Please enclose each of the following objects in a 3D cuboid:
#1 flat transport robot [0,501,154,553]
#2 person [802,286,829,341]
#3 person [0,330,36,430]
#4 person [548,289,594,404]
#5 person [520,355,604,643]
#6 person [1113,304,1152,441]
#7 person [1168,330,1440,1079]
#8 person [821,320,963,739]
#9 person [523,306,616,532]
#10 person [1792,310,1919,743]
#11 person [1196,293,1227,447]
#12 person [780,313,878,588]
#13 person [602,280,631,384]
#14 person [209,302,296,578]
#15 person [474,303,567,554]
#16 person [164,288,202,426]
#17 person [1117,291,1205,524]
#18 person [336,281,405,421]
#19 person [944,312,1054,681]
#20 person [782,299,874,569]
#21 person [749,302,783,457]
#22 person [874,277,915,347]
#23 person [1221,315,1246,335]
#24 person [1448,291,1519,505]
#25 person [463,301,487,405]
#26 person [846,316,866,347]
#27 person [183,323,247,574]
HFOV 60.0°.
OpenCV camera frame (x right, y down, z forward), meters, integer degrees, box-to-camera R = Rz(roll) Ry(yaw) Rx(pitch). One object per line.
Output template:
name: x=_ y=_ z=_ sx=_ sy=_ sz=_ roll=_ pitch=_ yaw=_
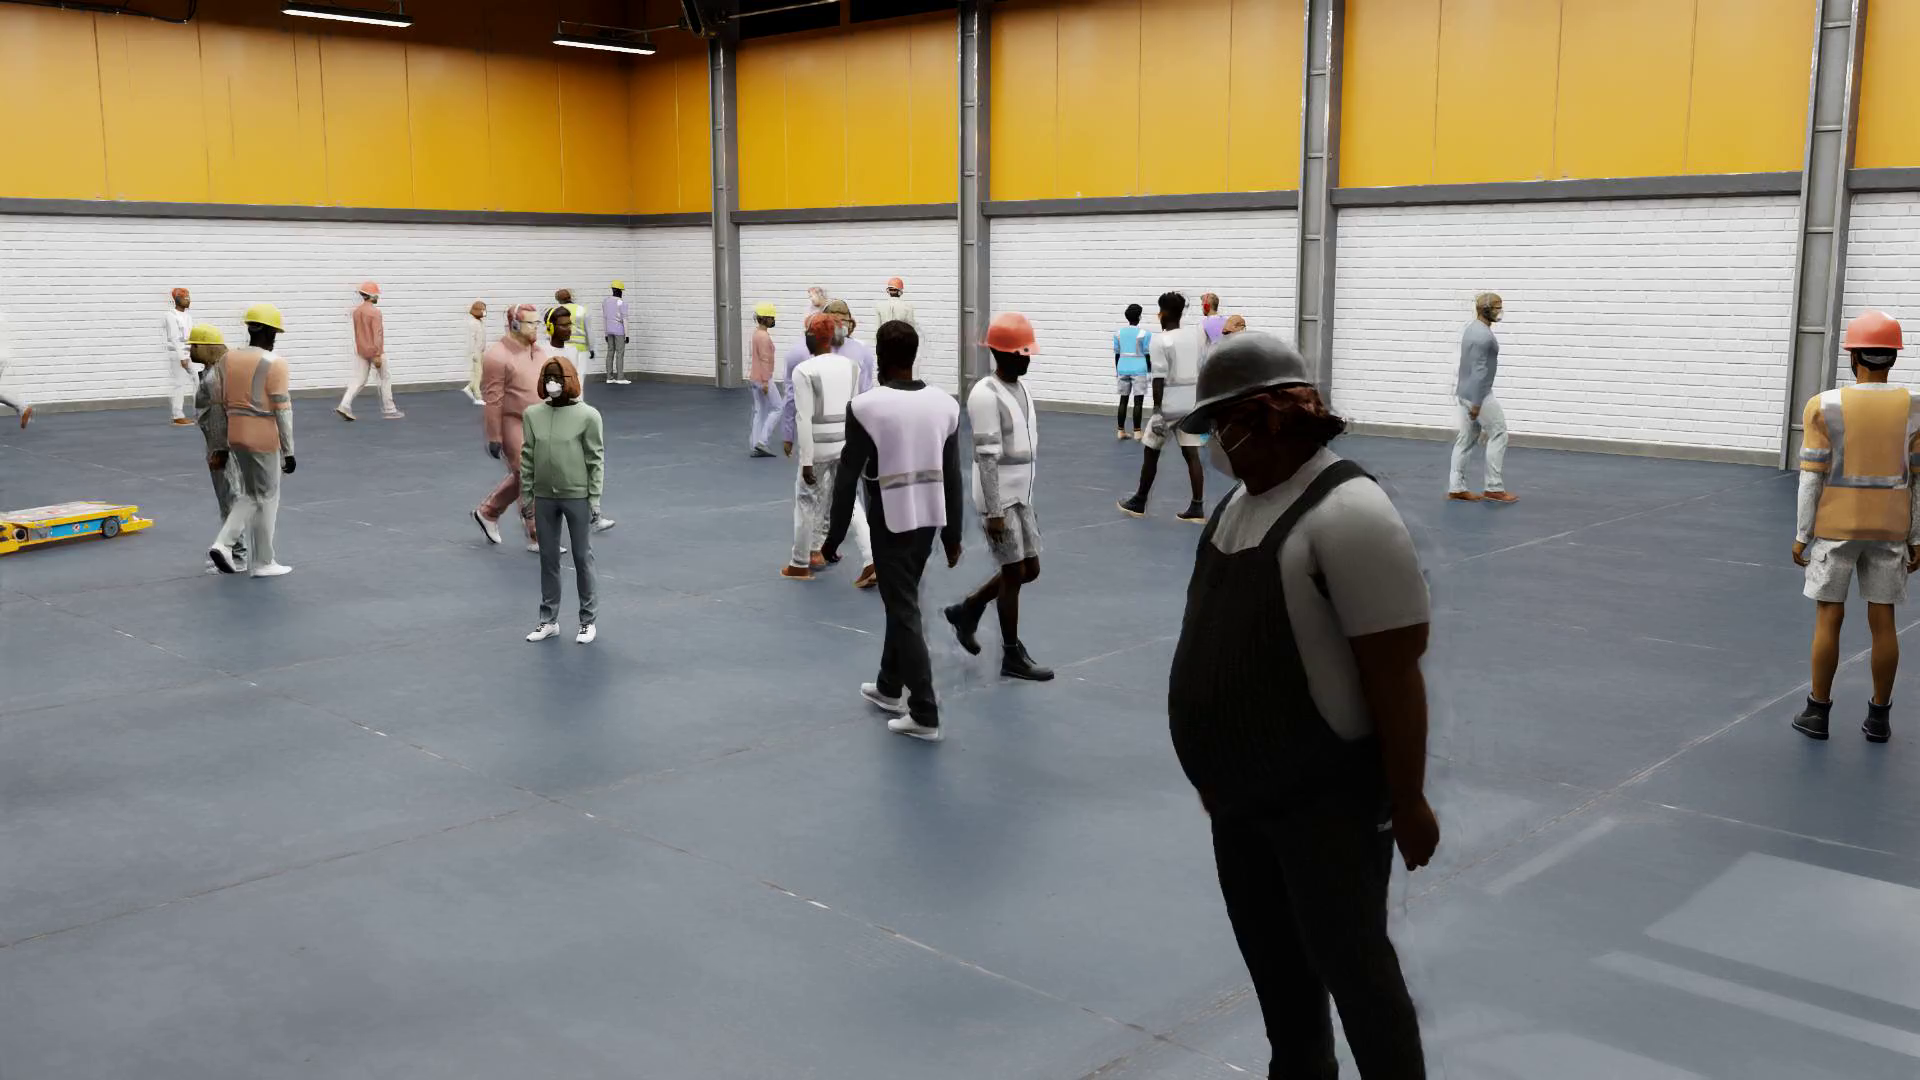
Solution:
flat transport robot: x=-7.103 y=-0.115 z=12.926 sx=0.652 sy=0.197 sz=1.431 roll=4 pitch=10 yaw=23
person: x=-2.021 y=-2.834 z=24.729 sx=0.676 sy=1.866 sz=0.461 roll=3 pitch=10 yaw=16
person: x=-12.175 y=-2.254 z=21.005 sx=0.725 sy=1.919 sz=0.640 roll=-7 pitch=12 yaw=-37
person: x=-5.812 y=-2.823 z=24.834 sx=0.675 sy=1.819 sz=0.430 roll=1 pitch=9 yaw=3
person: x=-2.261 y=-0.228 z=9.448 sx=0.500 sy=1.636 sz=0.284 roll=2 pitch=9 yaw=11
person: x=2.133 y=-2.063 z=20.519 sx=0.533 sy=1.700 sz=0.336 roll=7 pitch=12 yaw=37
person: x=0.770 y=0.491 z=3.805 sx=0.542 sy=2.000 sz=0.849 roll=-4 pitch=10 yaw=-21
person: x=-0.350 y=-0.061 z=7.684 sx=0.598 sy=1.885 sz=0.869 roll=-8 pitch=13 yaw=-42
person: x=-3.225 y=-0.967 z=13.417 sx=1.002 sy=1.821 sz=0.552 roll=6 pitch=11 yaw=33
person: x=4.034 y=-0.054 z=7.464 sx=0.548 sy=1.935 sz=0.364 roll=3 pitch=10 yaw=15
person: x=2.956 y=-2.001 z=19.714 sx=0.461 sy=1.838 sz=0.574 roll=7 pitch=12 yaw=38
person: x=-0.848 y=-0.591 z=11.090 sx=0.586 sy=1.845 sz=0.976 roll=-8 pitch=12 yaw=-41
person: x=-6.323 y=-3.831 z=30.679 sx=0.585 sy=1.919 sz=0.388 roll=5 pitch=11 yaw=29
person: x=-4.810 y=-0.668 z=11.373 sx=0.606 sy=1.895 sz=0.540 roll=5 pitch=10 yaw=27
person: x=-3.350 y=-0.844 z=12.511 sx=0.893 sy=1.877 sz=0.654 roll=4 pitch=10 yaw=23
person: x=-10.364 y=-2.456 z=22.425 sx=0.699 sy=1.864 sz=0.587 roll=1 pitch=9 yaw=7
person: x=1.736 y=-1.119 z=14.021 sx=0.631 sy=1.919 sz=0.939 roll=-7 pitch=12 yaw=-37
person: x=-8.316 y=-2.644 z=23.287 sx=0.624 sy=1.962 sz=0.963 roll=7 pitch=11 yaw=35
person: x=0.185 y=-0.223 z=8.595 sx=0.596 sy=1.910 sz=0.553 roll=5 pitch=11 yaw=28
person: x=-0.913 y=-0.739 z=11.759 sx=0.641 sy=1.907 sz=0.643 roll=-5 pitch=11 yaw=-29
person: x=-2.176 y=-1.784 z=18.650 sx=0.379 sy=1.754 sz=0.525 roll=-3 pitch=10 yaw=-20
person: x=-0.962 y=-2.901 z=24.736 sx=0.612 sy=1.995 sz=0.392 roll=2 pitch=10 yaw=14
person: x=2.917 y=-1.586 z=17.788 sx=0.501 sy=1.631 sz=0.285 roll=8 pitch=12 yaw=42
person: x=4.792 y=-1.270 z=15.004 sx=0.743 sy=1.916 sz=0.633 roll=1 pitch=9 yaw=7
person: x=-7.569 y=-2.920 z=26.026 sx=0.420 sy=1.621 sz=0.500 roll=2 pitch=9 yaw=11
person: x=-1.257 y=-1.623 z=18.041 sx=0.534 sy=1.624 sz=0.383 roll=-2 pitch=10 yaw=-13
person: x=-5.204 y=-0.637 z=11.627 sx=0.315 sy=1.743 sz=0.487 roll=-4 pitch=10 yaw=-21
